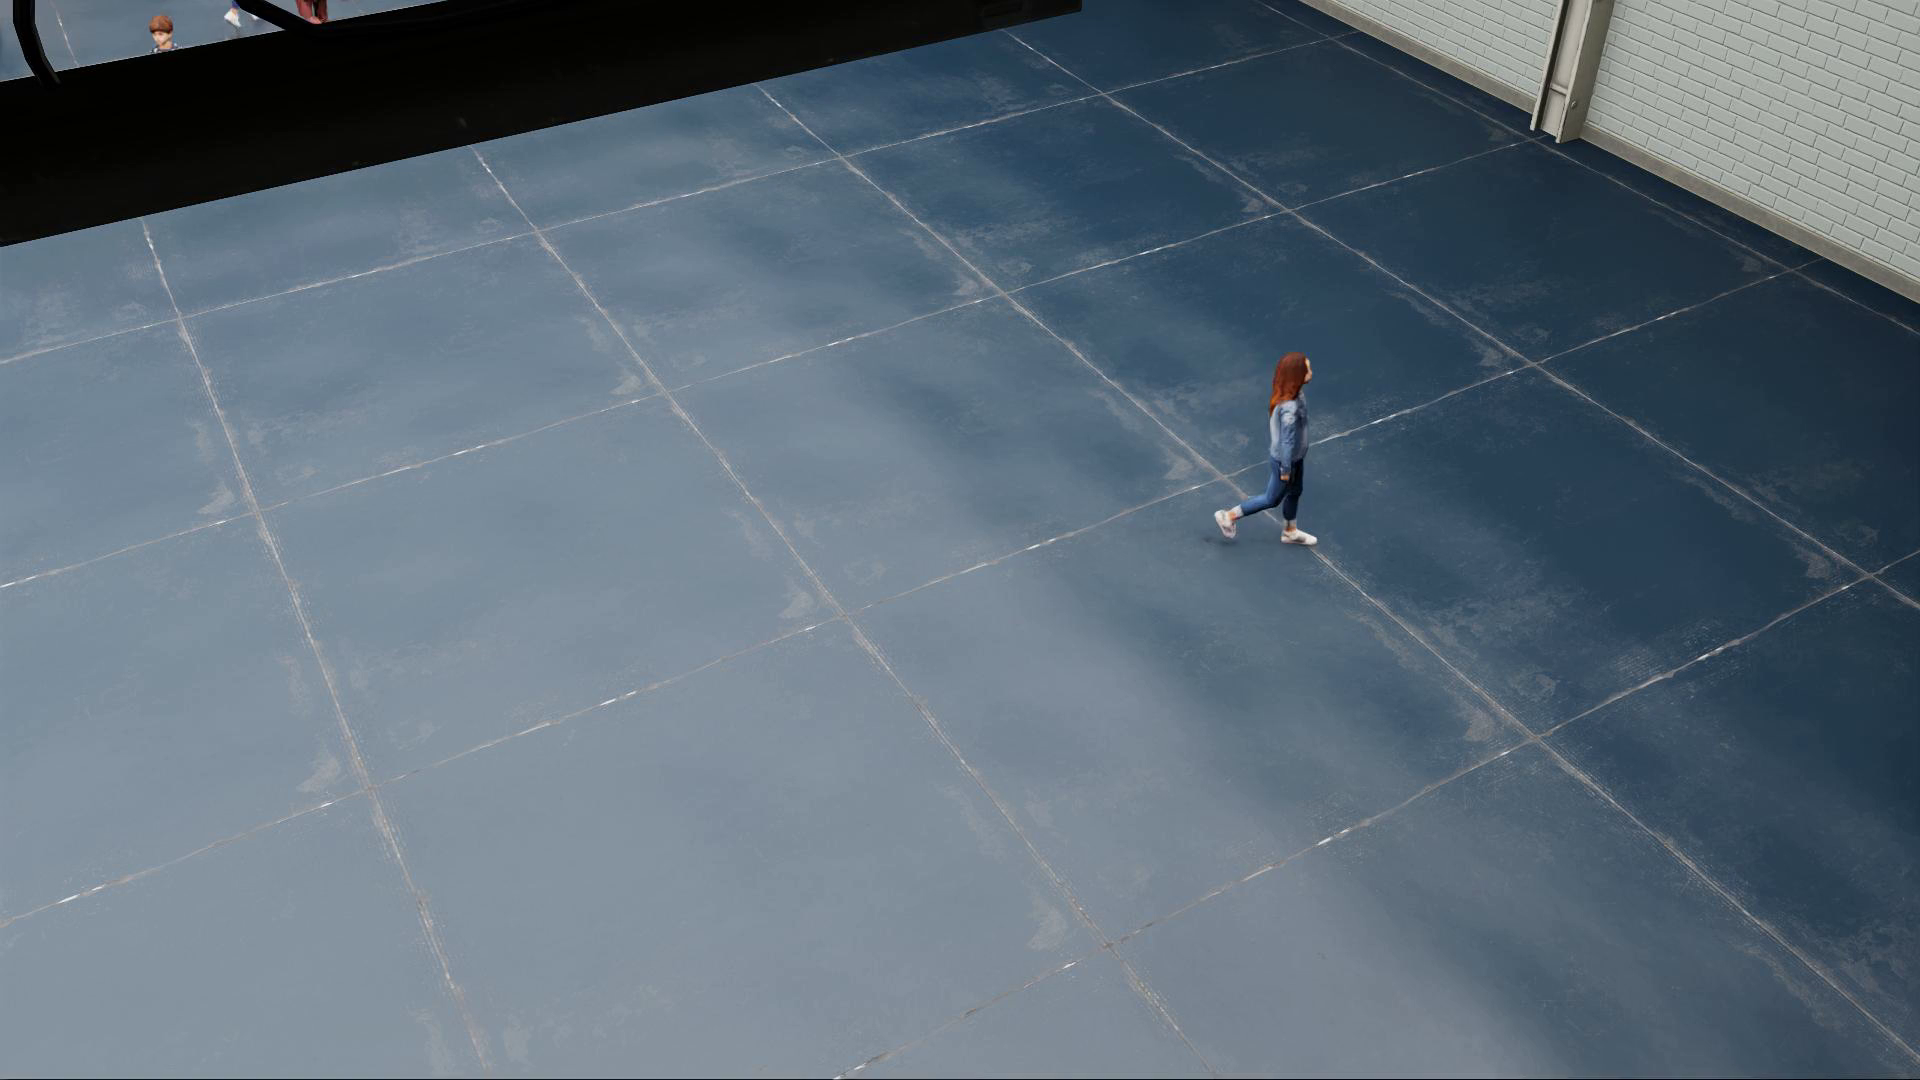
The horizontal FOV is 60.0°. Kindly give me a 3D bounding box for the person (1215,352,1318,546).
[{"bbox_3d":[2.026,-0.556,10.711,0.959,1.458,0.938,6,38,7],"label":"person"}]

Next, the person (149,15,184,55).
[{"bbox_3d":[-7.169,-4.134,15.324,0.879,1.408,1.034,3,38,4],"label":"person"}]
